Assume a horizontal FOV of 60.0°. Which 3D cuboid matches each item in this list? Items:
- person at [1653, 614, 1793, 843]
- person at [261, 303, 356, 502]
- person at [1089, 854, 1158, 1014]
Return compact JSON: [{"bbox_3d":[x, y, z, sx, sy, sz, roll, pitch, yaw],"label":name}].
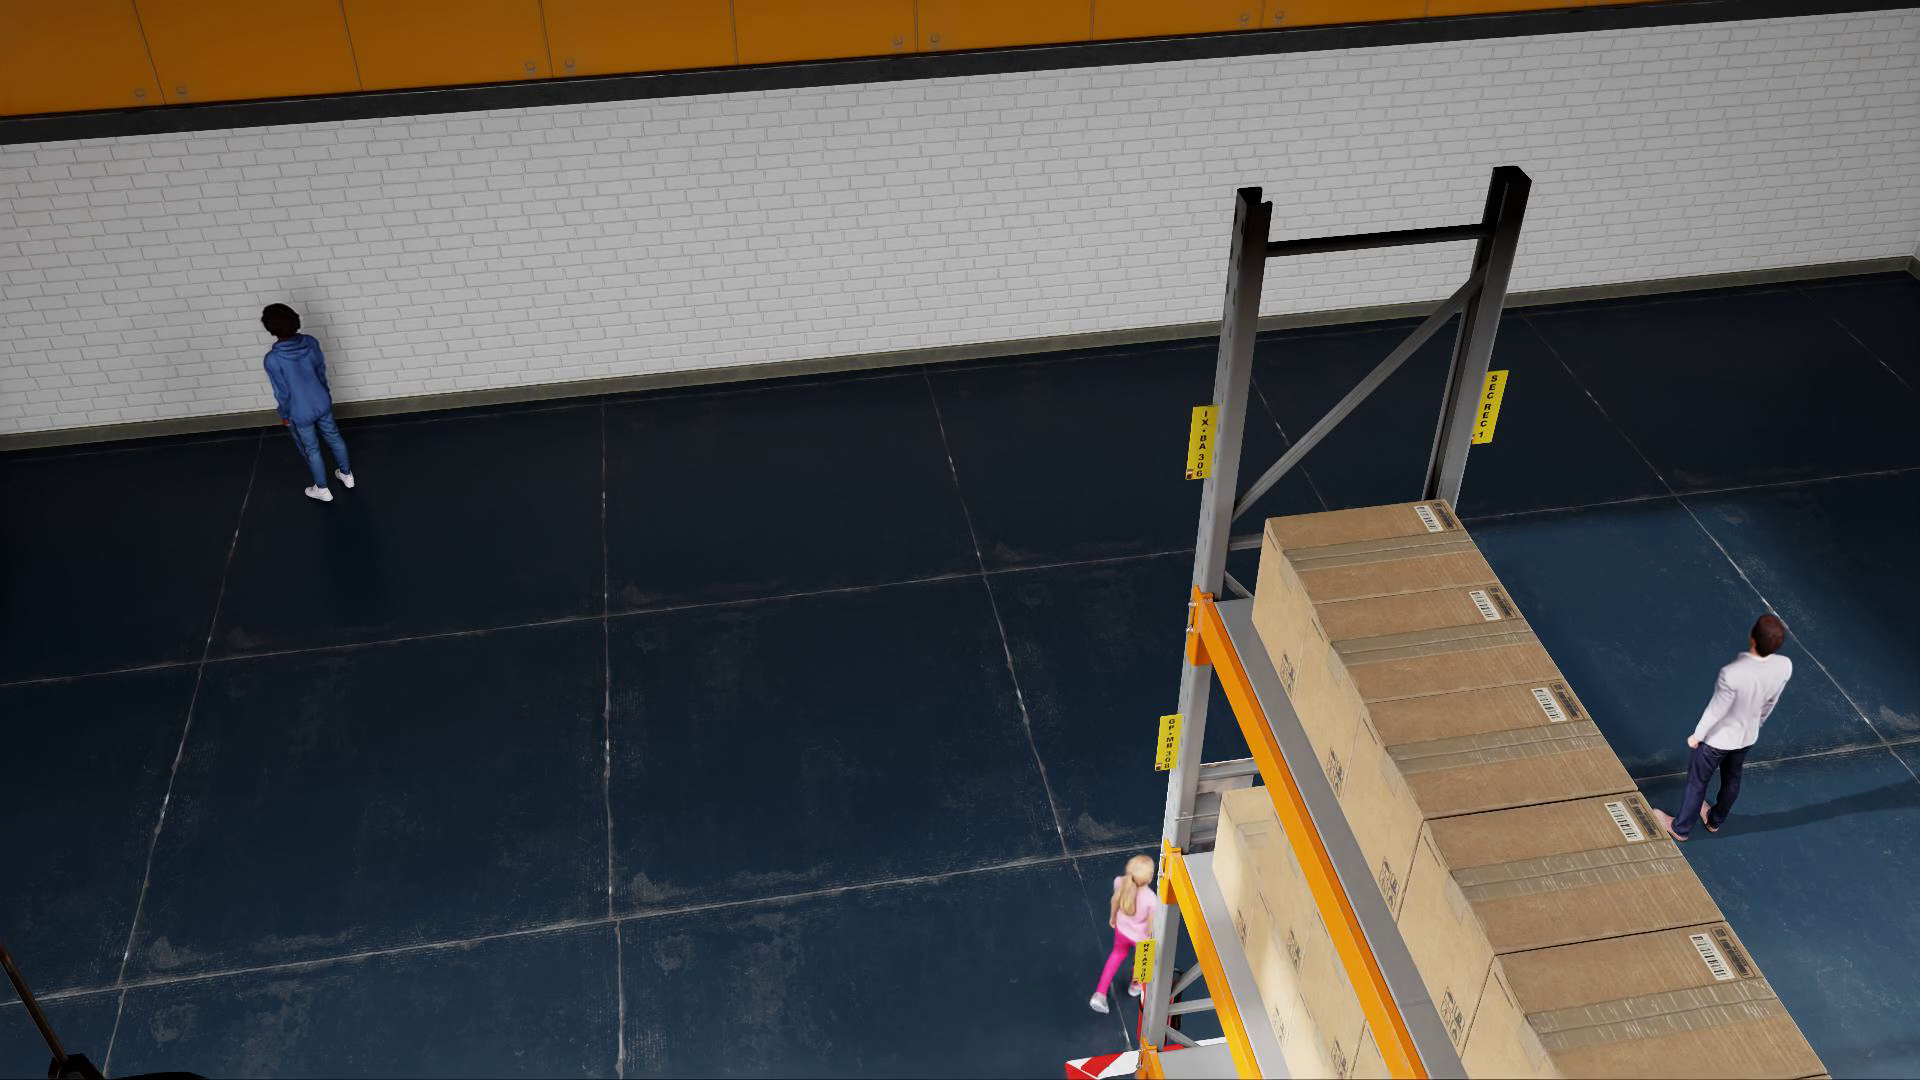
[{"bbox_3d":[4.946,1.219,10.690,0.697,1.853,0.606,-11,40,-13],"label":"person"},{"bbox_3d":[-5.378,-1.136,13.672,0.793,1.810,0.747,26,45,29],"label":"person"},{"bbox_3d":[0.990,2.326,9.779,0.793,1.259,0.833,27,46,29],"label":"person"}]
